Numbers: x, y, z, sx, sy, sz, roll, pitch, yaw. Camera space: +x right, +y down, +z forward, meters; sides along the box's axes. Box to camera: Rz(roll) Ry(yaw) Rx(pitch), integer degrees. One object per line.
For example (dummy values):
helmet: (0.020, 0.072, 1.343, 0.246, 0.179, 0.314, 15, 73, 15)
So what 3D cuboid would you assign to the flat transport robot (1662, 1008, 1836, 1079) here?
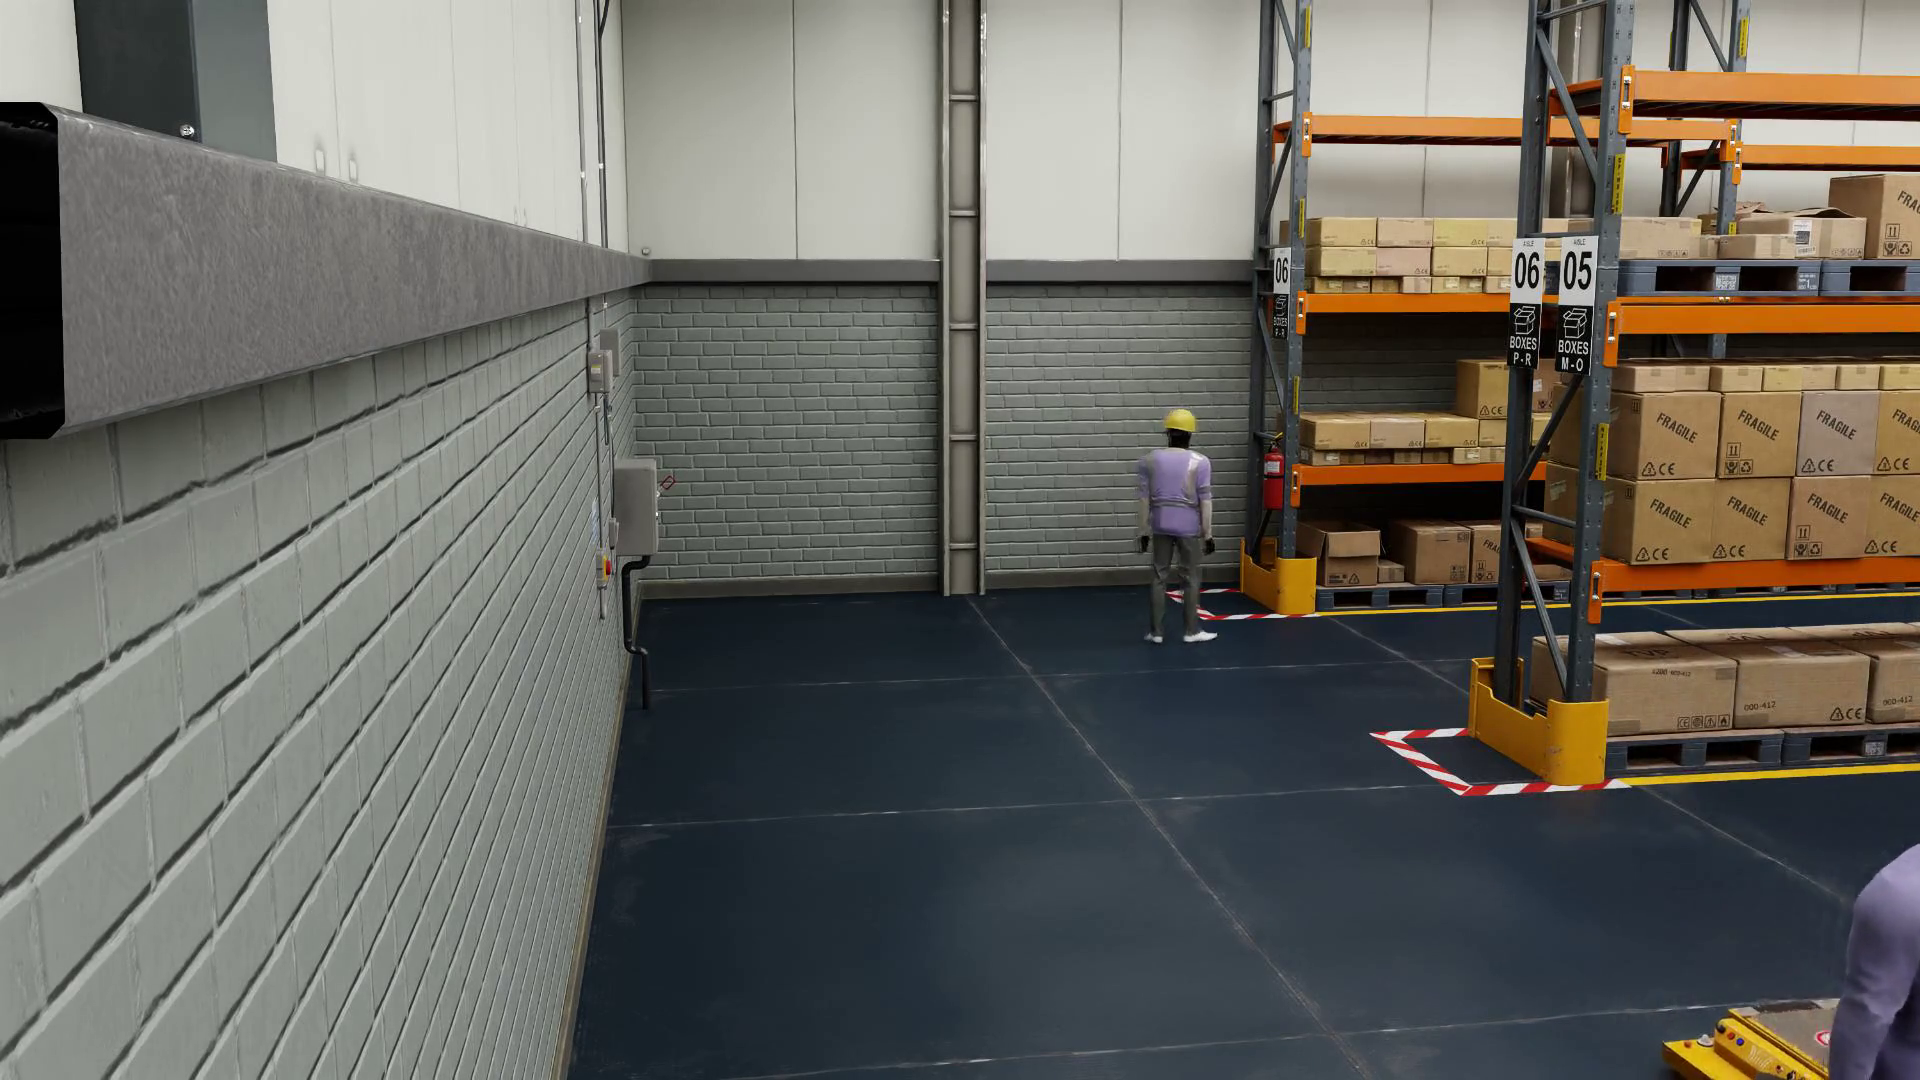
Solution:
flat transport robot: (3.427, 1.916, 6.125, 1.431, 0.197, 0.652, -2, 9, -11)

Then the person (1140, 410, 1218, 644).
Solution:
person: (1.770, -0.093, 13.497, 0.635, 1.911, 0.450, 5, 11, 29)

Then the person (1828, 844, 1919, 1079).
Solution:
person: (2.546, 1.430, 4.089, 0.644, 1.907, 0.815, -3, 10, -20)
